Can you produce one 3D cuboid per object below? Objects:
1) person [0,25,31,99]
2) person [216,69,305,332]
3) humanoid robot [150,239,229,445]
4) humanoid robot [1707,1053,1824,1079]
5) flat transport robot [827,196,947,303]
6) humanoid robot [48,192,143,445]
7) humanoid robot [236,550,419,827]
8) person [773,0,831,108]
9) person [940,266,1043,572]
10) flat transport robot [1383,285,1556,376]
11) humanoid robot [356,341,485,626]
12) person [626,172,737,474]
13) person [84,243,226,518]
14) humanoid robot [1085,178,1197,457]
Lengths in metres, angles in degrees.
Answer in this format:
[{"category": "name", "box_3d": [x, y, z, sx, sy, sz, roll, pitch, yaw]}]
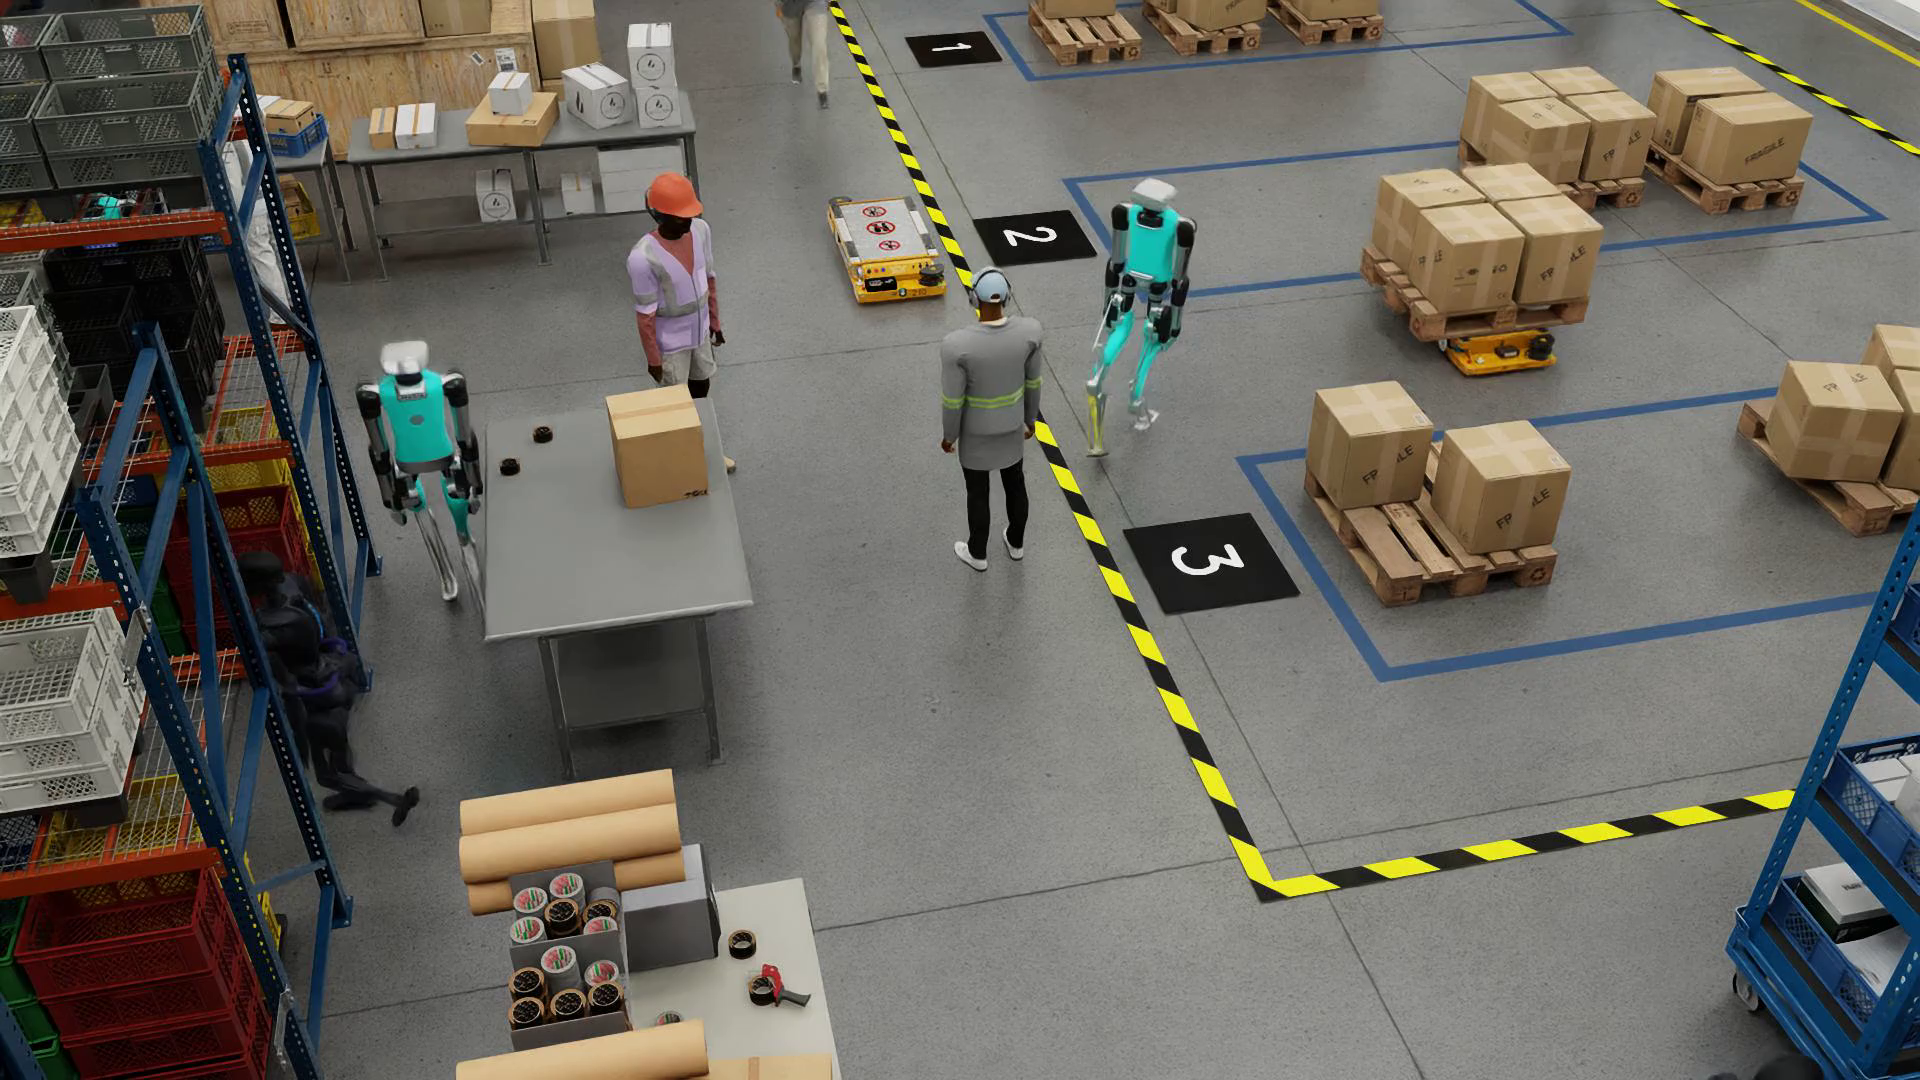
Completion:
[{"category": "person", "box_3d": [-7.349, -3.334, 12.733, 0.584, 1.824, 0.404, -8, 37, -11]}, {"category": "person", "box_3d": [-4.790, -2.275, 11.260, 0.346, 1.880, 0.582, 5, 37, 6]}, {"category": "humanoid robot", "box_3d": [-4.699, -1.171, 9.974, 0.637, 1.651, 0.593, -9, 38, -12]}, {"category": "humanoid robot", "box_3d": [2.599, 2.202, 5.414, 0.447, 1.636, 0.596, -21, 42, -26]}, {"category": "flat transport robot", "box_3d": [-0.570, -2.220, 12.538, 0.659, 0.231, 1.431, -8, 37, -10]}, {"category": "humanoid robot", "box_3d": [-5.083, -1.314, 10.006, 0.534, 1.692, 0.739, -5, 37, -6]}, {"category": "humanoid robot", "box_3d": [-2.802, 0.666, 7.482, 0.518, 1.626, 0.608, -3, 37, -5]}, {"category": "person", "box_3d": [-1.397, -4.818, 14.811, 0.562, 1.717, 0.934, -4, 37, -6]}, {"category": "person", "box_3d": [0.157, -0.657, 9.110, 0.588, 1.852, 0.400, -13, 39, -17]}, {"category": "flat transport robot", "box_3d": [3.558, -1.623, 11.712, 0.652, 0.197, 1.431, -8, 37, -10]}, {"category": "humanoid robot", "box_3d": [-2.784, -0.330, 8.779, 0.540, 1.783, 0.873, -11, 38, -14]}, {"category": "person", "box_3d": [-1.596, -1.192, 9.682, 0.407, 2.035, 0.607, 22, 42, 27]}, {"category": "person", "box_3d": [-4.440, -0.794, 9.215, 0.388, 1.947, 0.604, -12, 38, -16]}, {"category": "humanoid robot", "box_3d": [1.001, -1.227, 10.025, 0.533, 1.776, 1.039, 19, 40, 23]}]
